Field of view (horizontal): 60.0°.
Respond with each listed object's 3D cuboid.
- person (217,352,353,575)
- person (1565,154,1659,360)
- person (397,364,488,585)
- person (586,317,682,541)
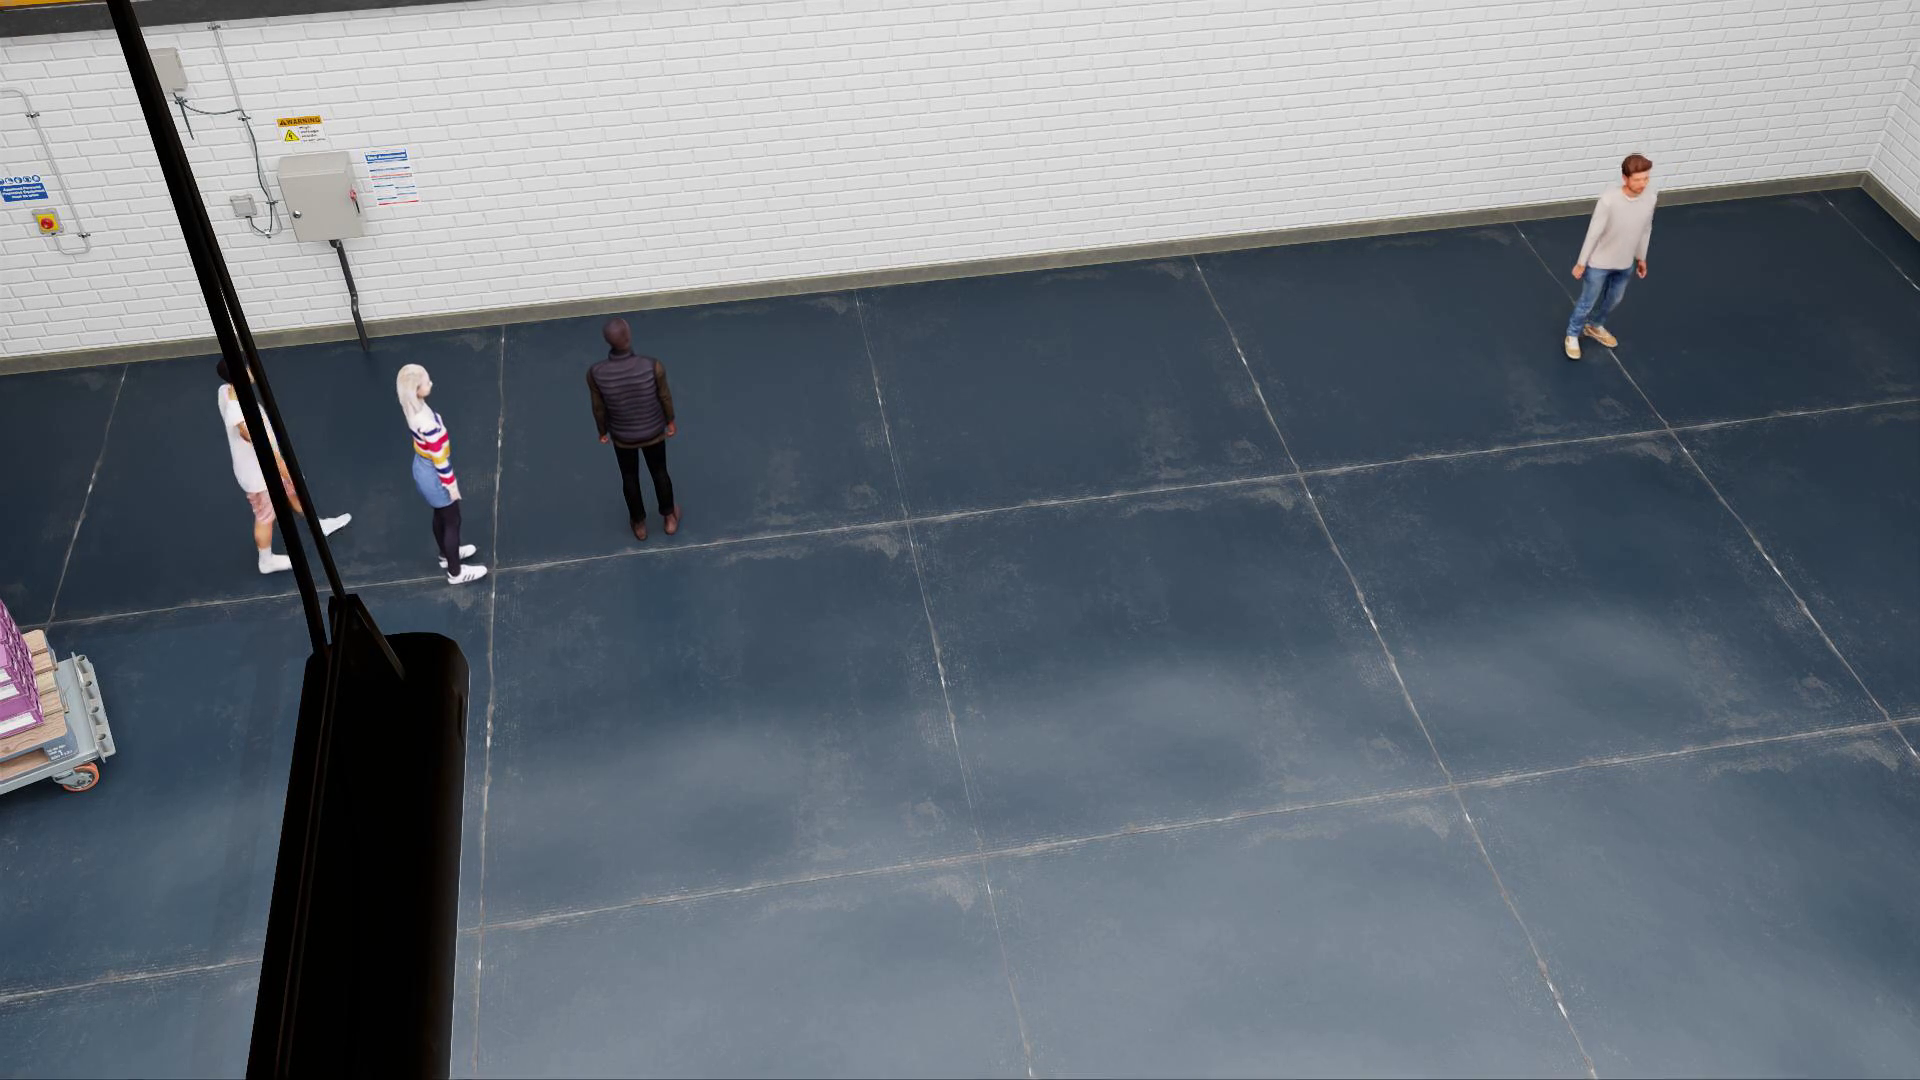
[{"bbox_3d":[-4.809,-0.460,11.220,0.885,1.756,0.956,-18,47,-18],"label":"person"},{"bbox_3d":[5.053,-2.209,12.972,0.822,1.872,0.704,-20,47,-19],"label":"person"},{"bbox_3d":[-3.538,-0.447,11.169,0.767,1.807,0.588,-24,48,-23],"label":"person"},{"bbox_3d":[-2.232,-0.756,11.471,0.691,1.837,0.555,-8,44,-8],"label":"person"}]
